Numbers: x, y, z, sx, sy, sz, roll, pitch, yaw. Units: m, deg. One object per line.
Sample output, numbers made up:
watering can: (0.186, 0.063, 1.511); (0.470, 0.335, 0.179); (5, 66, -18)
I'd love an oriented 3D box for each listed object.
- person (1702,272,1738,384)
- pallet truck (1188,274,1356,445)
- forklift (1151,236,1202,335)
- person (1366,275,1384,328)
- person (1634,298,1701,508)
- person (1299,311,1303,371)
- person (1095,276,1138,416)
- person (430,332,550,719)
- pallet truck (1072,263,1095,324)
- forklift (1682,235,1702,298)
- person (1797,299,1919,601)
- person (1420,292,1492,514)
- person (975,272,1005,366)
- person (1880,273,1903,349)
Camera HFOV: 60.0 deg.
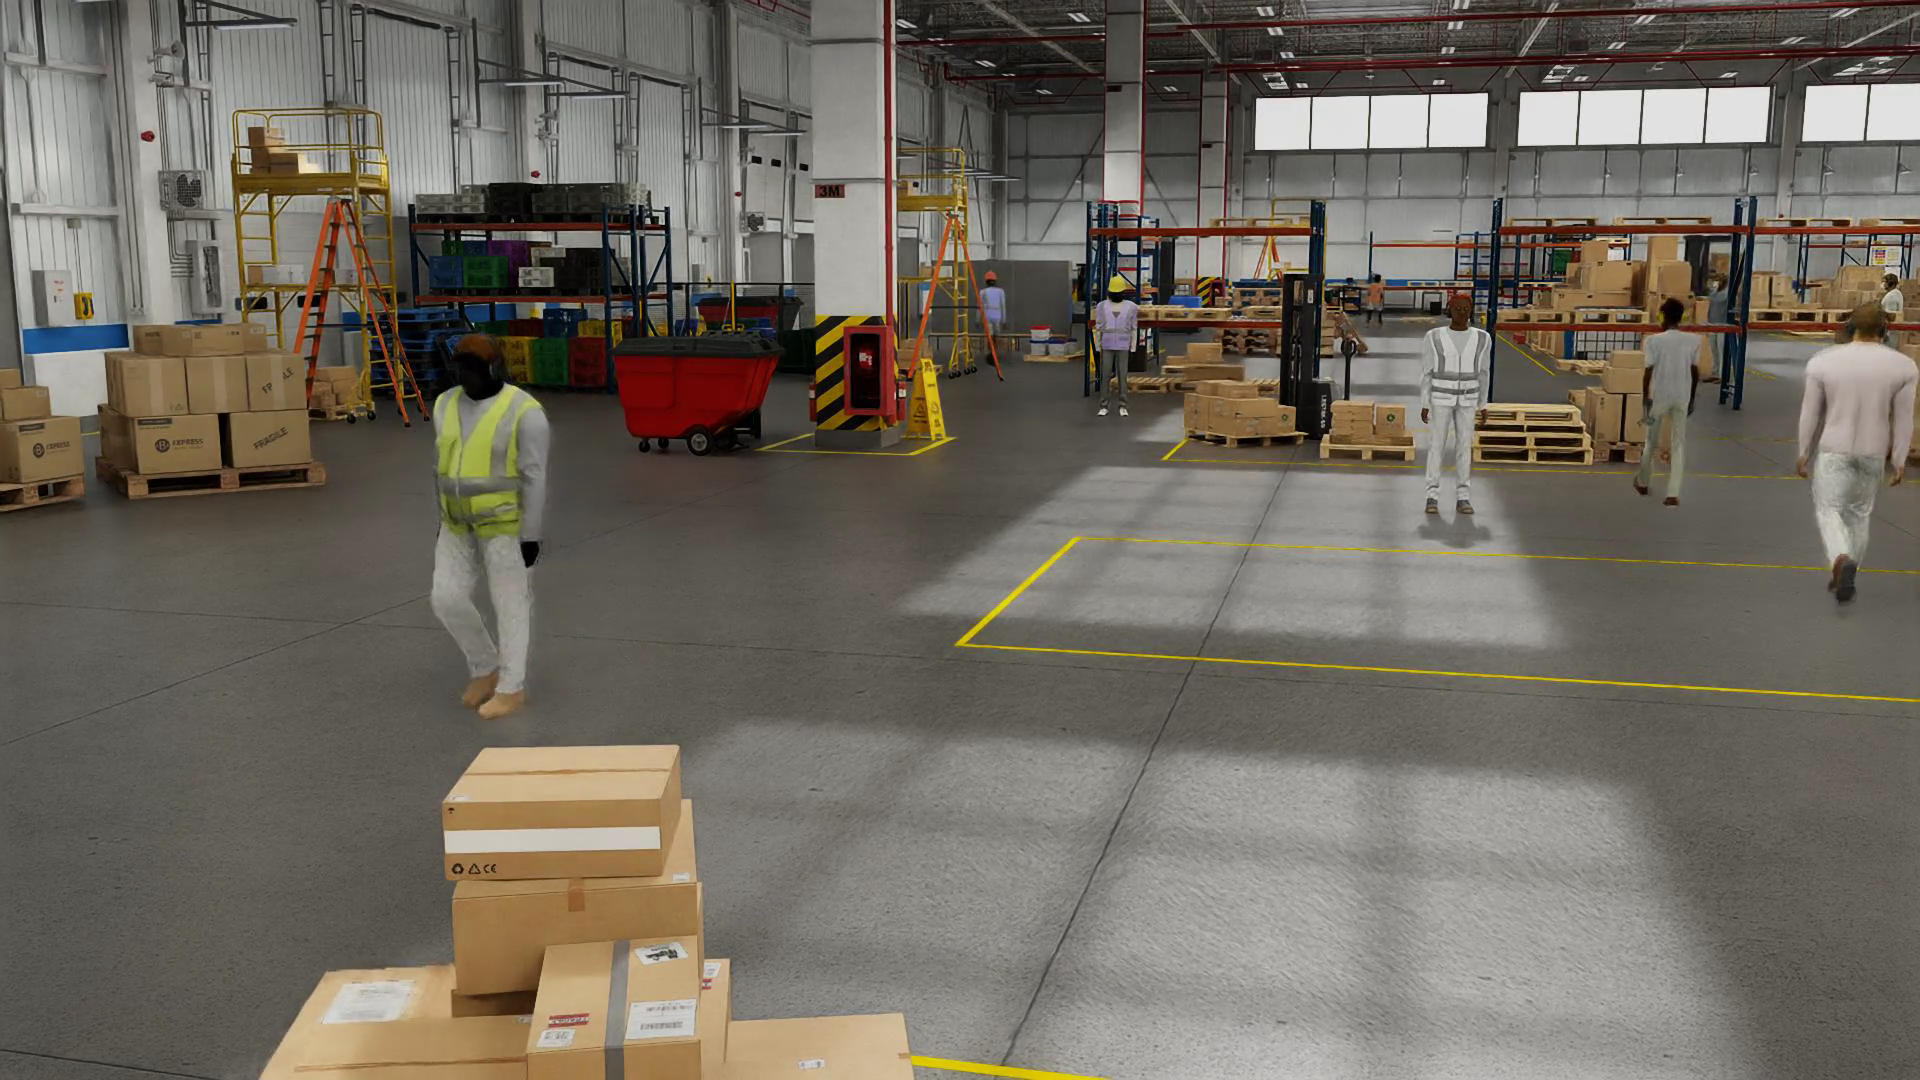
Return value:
person: (13.114, -3.647, 28.699); (0.368, 1.931, 0.631); (-2, 10, -13)
pallet truck: (3.653, -2.138, 19.590); (1.885, 1.965, 0.823); (-4, 10, -20)
forklift: (5.866, -7.214, 46.878); (1.873, 2.768, 1.129); (2, 10, 14)
person: (12.837, -7.370, 51.405); (0.534, 1.657, 0.860); (8, 13, 40)
person: (6.275, -1.223, 14.753); (0.516, 1.812, 0.996); (2, 10, 11)
person: (6.682, -4.090, 31.857); (0.321, 1.736, 0.485); (7, 12, 36)
person: (2.140, -2.654, 22.851); (0.586, 1.920, 0.377); (1, 10, 7)
person: (-2.232, -0.061, 7.857); (0.656, 1.828, 0.452); (4, 10, 21)
pallet truck: (4.325, -8.180, 55.162); (0.823, 1.965, 1.885); (6, 11, 31)
forklift: (21.459, -7.560, 48.919); (1.873, 2.768, 1.129); (2, 10, 14)
person: (5.615, -0.543, 10.432); (0.638, 1.923, 0.763); (3, 10, 18)
person: (4.208, -1.158, 14.155); (0.574, 1.884, 0.356); (1, 10, 4)
person: (0.607, -4.476, 33.692); (0.569, 1.879, 1.010); (-3, 10, -15)
person: (15.165, -3.384, 27.143); (0.378, 1.931, 0.625); (6, 11, 32)
